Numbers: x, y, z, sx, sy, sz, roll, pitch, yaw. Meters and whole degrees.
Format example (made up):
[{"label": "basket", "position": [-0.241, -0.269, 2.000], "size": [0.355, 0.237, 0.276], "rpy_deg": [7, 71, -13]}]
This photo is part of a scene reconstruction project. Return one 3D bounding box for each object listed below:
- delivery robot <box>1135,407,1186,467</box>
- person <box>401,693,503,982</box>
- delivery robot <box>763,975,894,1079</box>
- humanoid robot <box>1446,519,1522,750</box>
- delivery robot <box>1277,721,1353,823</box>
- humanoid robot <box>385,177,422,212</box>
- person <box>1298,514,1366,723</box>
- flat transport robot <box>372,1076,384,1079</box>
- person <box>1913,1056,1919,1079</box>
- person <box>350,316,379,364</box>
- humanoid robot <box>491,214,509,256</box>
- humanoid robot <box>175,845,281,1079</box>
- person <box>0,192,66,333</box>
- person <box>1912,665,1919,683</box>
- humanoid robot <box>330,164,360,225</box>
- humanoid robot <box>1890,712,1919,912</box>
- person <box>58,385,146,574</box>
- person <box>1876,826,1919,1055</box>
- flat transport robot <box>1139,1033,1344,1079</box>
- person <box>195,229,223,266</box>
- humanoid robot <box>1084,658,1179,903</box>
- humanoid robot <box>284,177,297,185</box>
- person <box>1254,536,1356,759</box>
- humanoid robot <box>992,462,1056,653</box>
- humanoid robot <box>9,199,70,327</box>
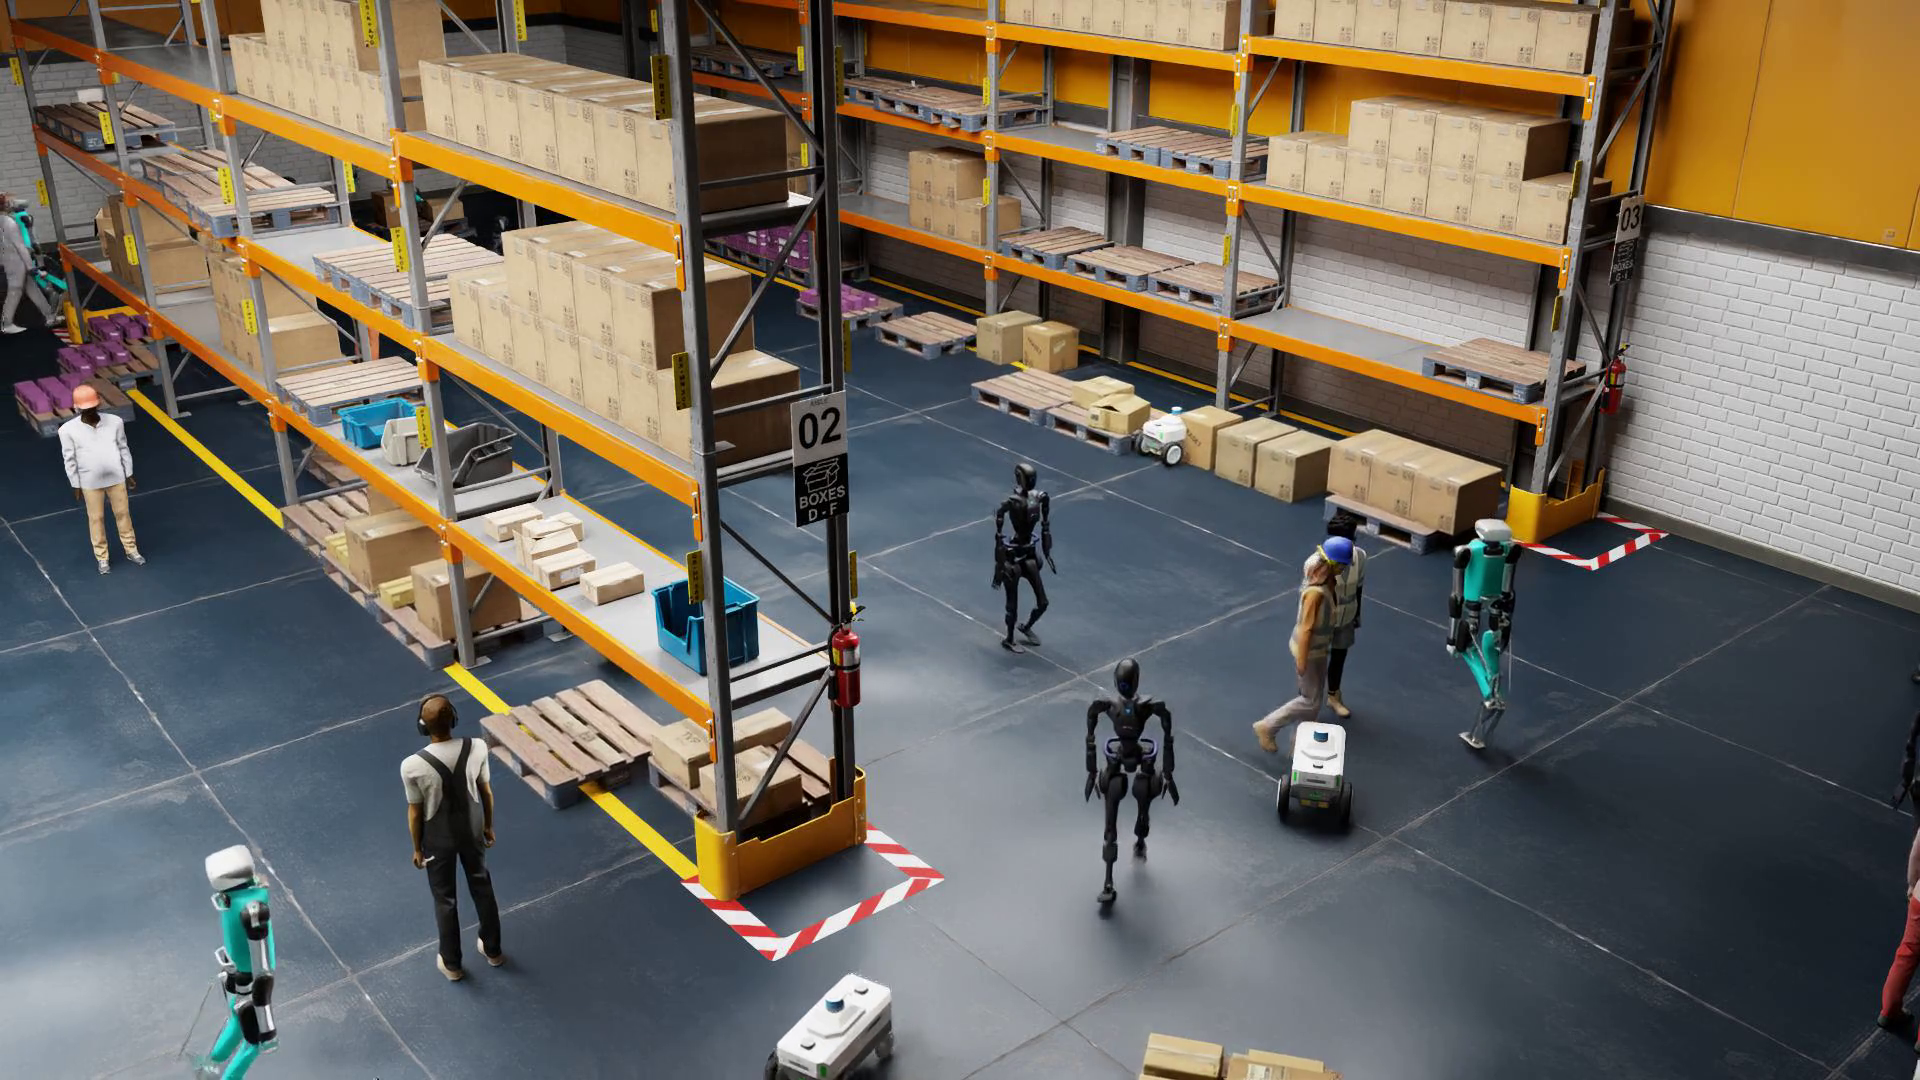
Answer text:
[{"label": "delivery robot", "position": [2.293, -1.123, 17.899], "size": [0.778, 0.607, 0.510], "rpy_deg": [-16, 28, -32]}, {"label": "person", "position": [-2.944, 1.724, 9.681], "size": [0.499, 1.839, 0.344], "rpy_deg": [-18, 29, -35]}, {"label": "delivery robot", "position": [-0.679, 2.718, 8.999], "size": [0.499, 0.602, 0.801], "rpy_deg": [13, 27, 27]}, {"label": "humanoid robot", "position": [3.854, 0.812, 12.002], "size": [0.551, 1.858, 0.763], "rpy_deg": [-7, 24, -16]}, {"label": "delivery robot", "position": [2.500, 1.577, 11.613], "size": [0.499, 0.581, 0.774], "rpy_deg": [6, 24, 13]}, {"label": "humanoid robot", "position": [-9.170, -5.862, 27.377], "size": [1.019, 1.734, 0.550], "rpy_deg": [-1, 23, -1]}, {"label": "person", "position": [2.792, 0.583, 12.498], "size": [0.534, 1.693, 0.319], "rpy_deg": [-9, 25, -20]}, {"label": "flat transport robot", "position": [-2.747, 3.160, 8.325], "size": [1.431, 0.231, 0.659], "rpy_deg": [13, 26, 27]}, {"label": "person", "position": [5.050, 2.339, 8.239], "size": [0.548, 1.837, 0.866], "rpy_deg": [-19, 30, -38]}, {"label": "person", "position": [-7.178, -2.720, 20.064], "size": [0.498, 1.759, 0.332], "rpy_deg": [14, 27, 28]}, {"label": "humanoid robot", "position": [-6.082, -3.511, 22.056], "size": [0.747, 1.643, 0.599], "rpy_deg": [3, 24, 7]}, {"label": "humanoid robot", "position": [-3.669, 2.389, 8.269], "size": [0.641, 1.805, 0.531], "rpy_deg": [-16, 28, -33]}, {"label": "person", "position": [-12.598, -3.726, 22.275], "size": [0.932, 1.859, 0.657], "rpy_deg": [-19, 30, -37]}, {"label": "person", "position": [7.814, 0.264, 12.953], "size": [0.547, 1.924, 0.387], "rpy_deg": [13, 27, 28]}, {"label": "humanoid robot", "position": [-10.424, -6.222, 28.190], "size": [0.784, 1.761, 0.534], "rpy_deg": [-5, 24, -12]}, {"label": "humanoid robot", "position": [6.205, 1.520, 10.430], "size": [0.590, 1.616, 0.836], "rpy_deg": [8, 25, 18]}, {"label": "person", "position": [-7.778, -0.568, 15.085], "size": [0.562, 1.751, 0.328], "rpy_deg": [-20, 30, -38]}, {"label": "person", "position": [5.415, 2.011, 9.097], "size": [0.309, 1.768, 0.532], "rpy_deg": [-8, 25, -18]}, {"label": "flat transport robot", "position": [1.227, 3.188, 8.262], "size": [1.431, 0.231, 0.659], "rpy_deg": [6, 24, 14]}, {"label": "person", "position": [-10.349, -4.070, 23.056], "size": [0.461, 1.858, 0.570], "rpy_deg": [3, 24, 8]}, {"label": "humanoid robot", "position": [1.089, 1.479, 10.508], "size": [0.609, 1.623, 0.784], "rpy_deg": [3, 24, 8]}, {"label": "humanoid robot", "position": [-9.724, -4.456, 24.176], "size": [0.388, 1.645, 0.612], "rpy_deg": [5, 24, 11]}, {"label": "person", "position": [2.503, 0.797, 11.930], "size": [0.517, 1.740, 0.534], "rpy_deg": [11, 26, 23]}, {"label": "humanoid robot", "position": [0.501, 0.144, 13.532], "size": [0.591, 1.644, 0.366], "rpy_deg": [-16, 28, -33]}, {"label": "humanoid robot", "position": [-12.341, -3.707, 22.455], "size": [0.548, 1.861, 0.657], "rpy_deg": [15, 27, 31]}]
